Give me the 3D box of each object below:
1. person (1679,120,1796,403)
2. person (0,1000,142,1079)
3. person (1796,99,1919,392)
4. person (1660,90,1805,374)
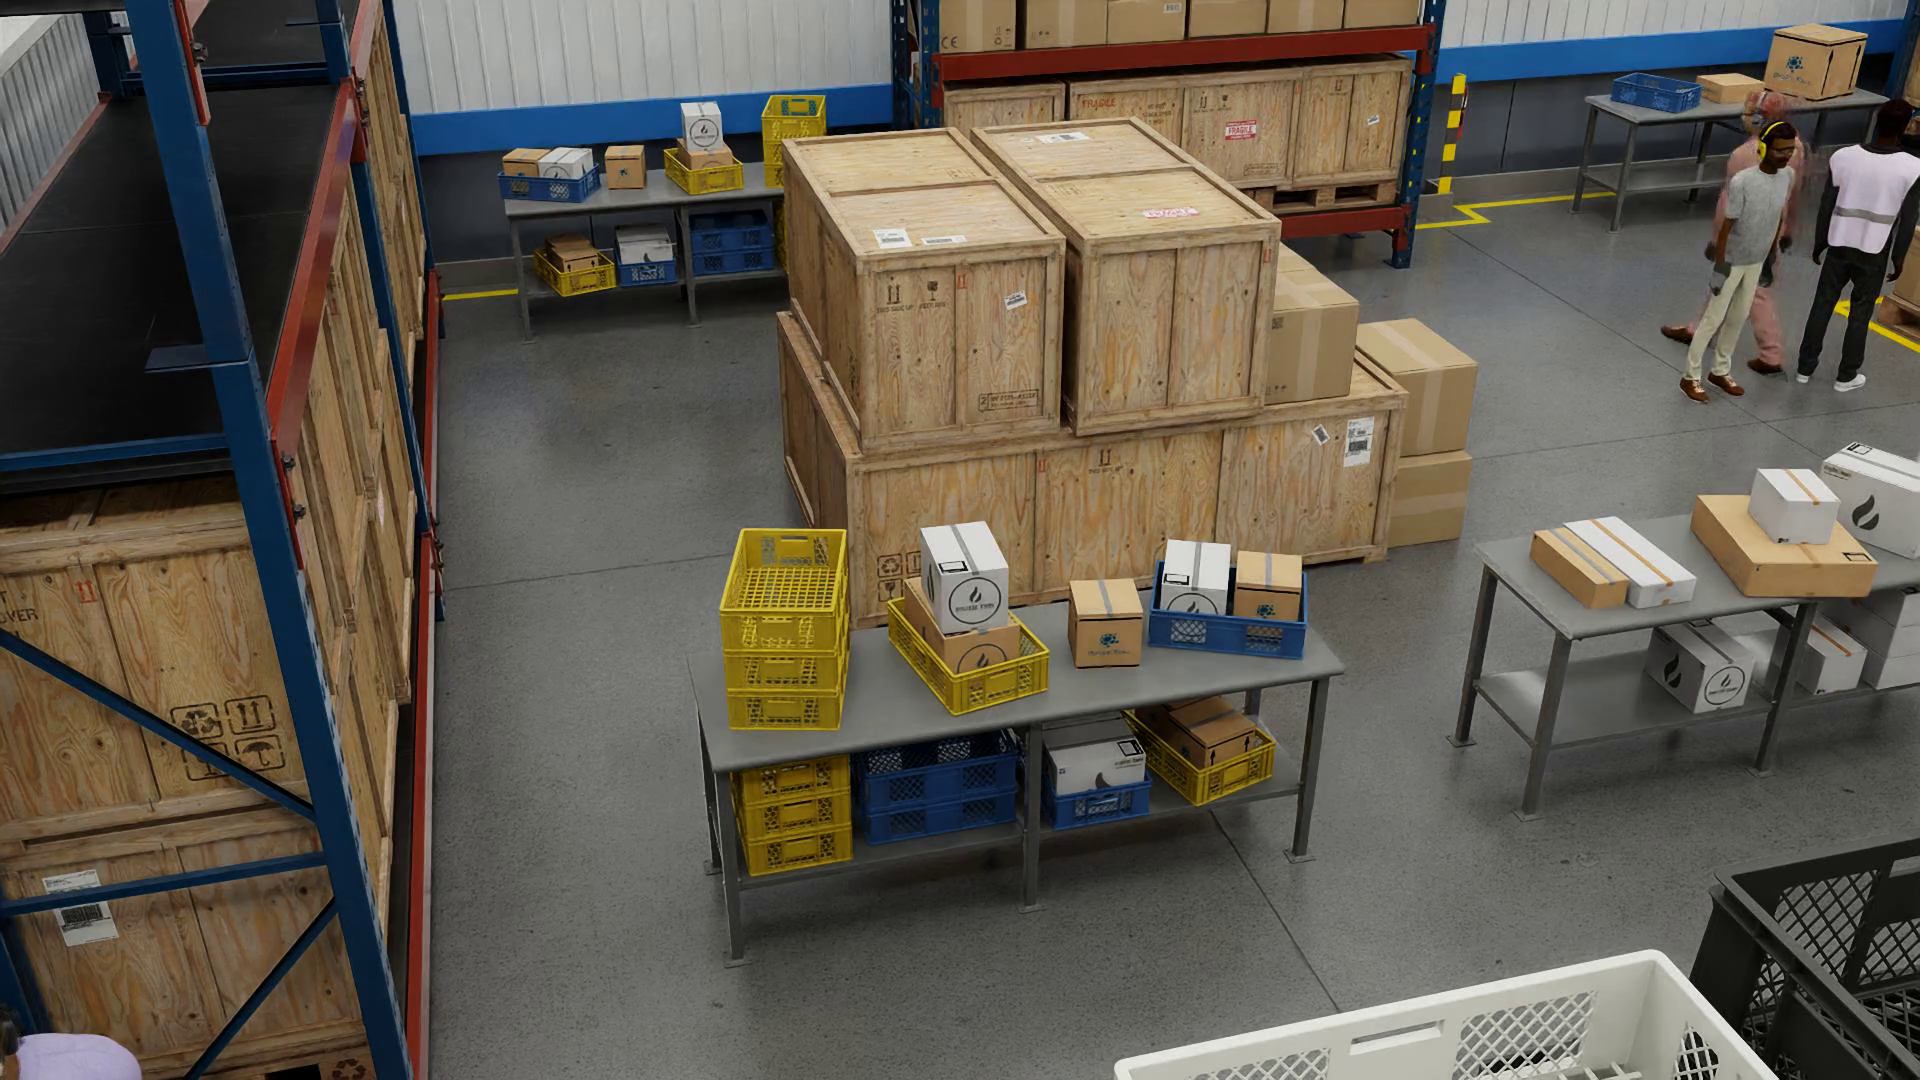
[{"bbox_3d":[5.047,-1.784,10.698,0.515,1.863,0.353,-11,31,-19],"label":"person"},{"bbox_3d":[-2.228,1.811,4.096,0.627,1.933,0.367,-17,33,-27],"label":"person"},{"bbox_3d":[5.868,-1.911,10.861,0.592,1.920,0.392,23,36,35],"label":"person"},{"bbox_3d":[5.376,-2.081,11.244,0.653,1.860,0.933,-21,35,-33],"label":"person"}]
